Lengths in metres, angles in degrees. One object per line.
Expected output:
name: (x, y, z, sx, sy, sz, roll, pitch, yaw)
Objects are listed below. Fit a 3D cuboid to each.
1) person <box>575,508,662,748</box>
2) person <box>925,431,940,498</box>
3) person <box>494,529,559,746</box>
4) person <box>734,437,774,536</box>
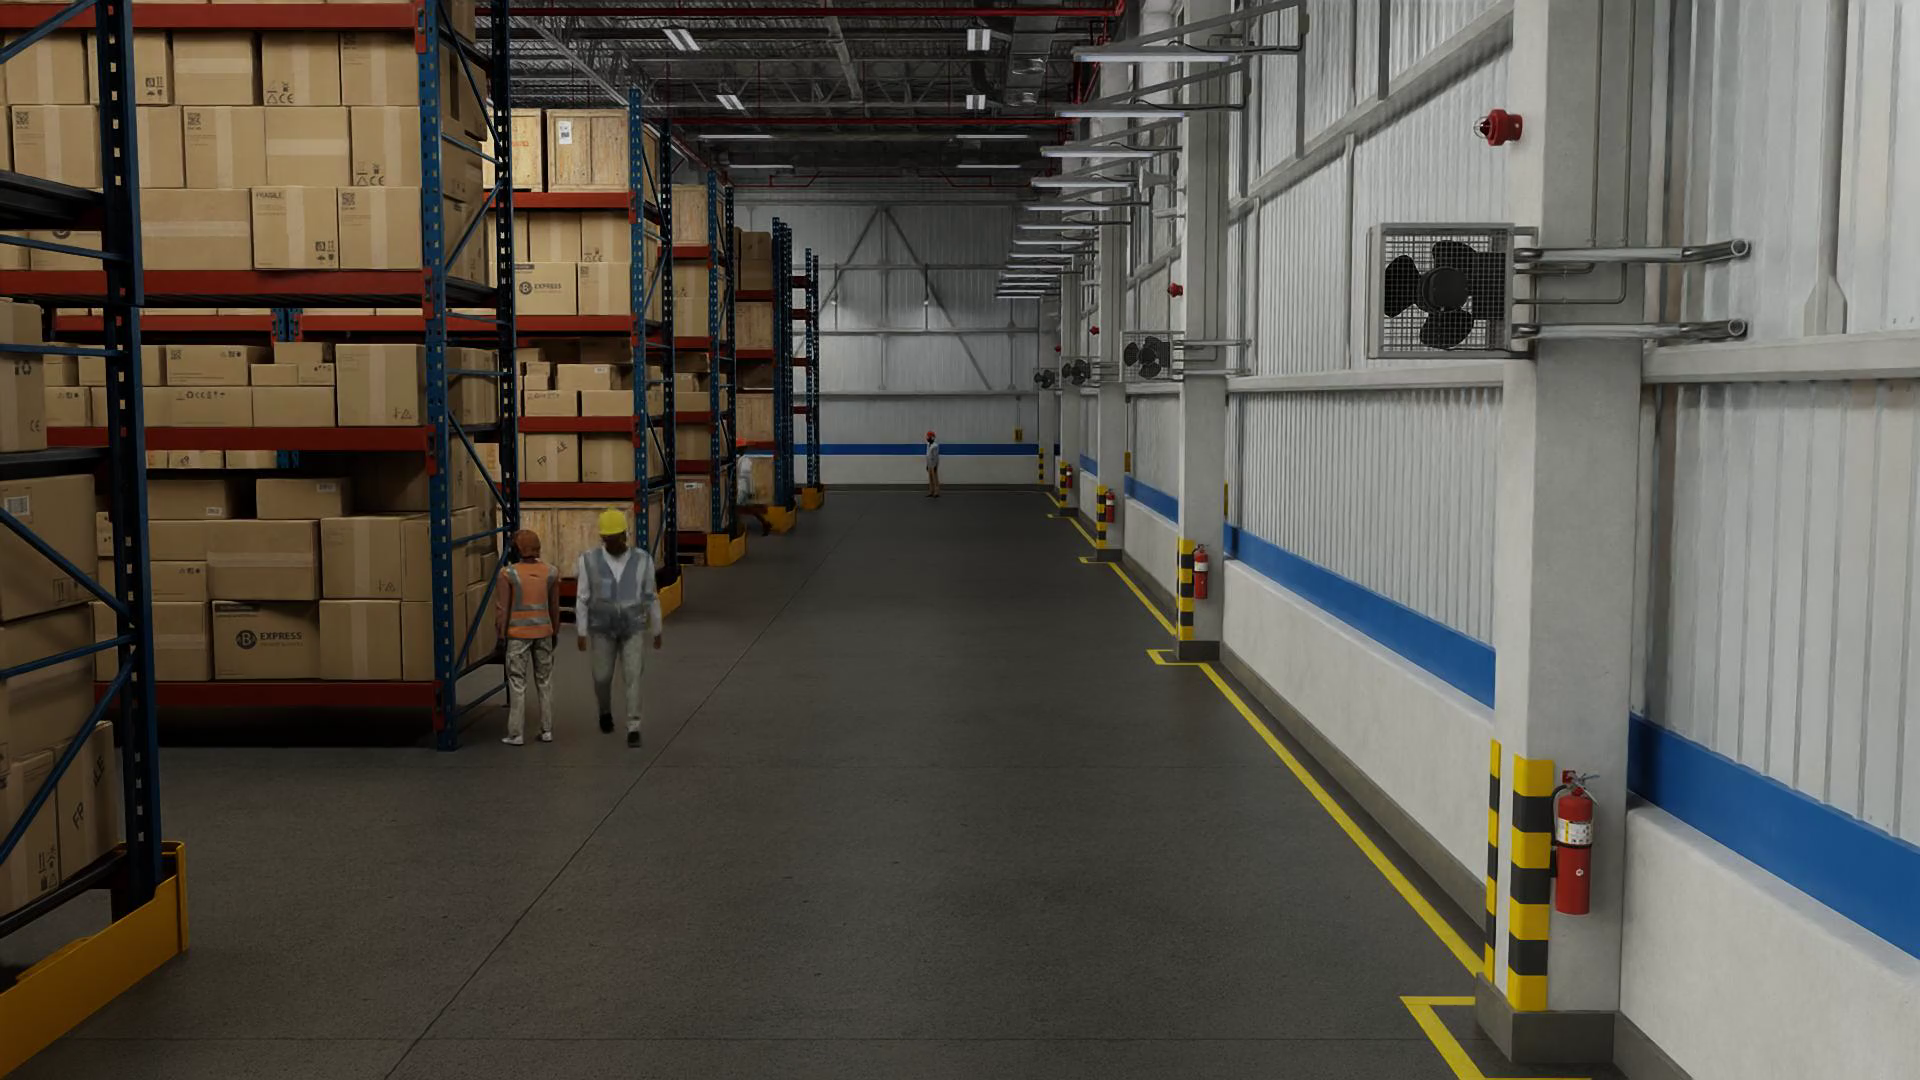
person: (-2.576, 0.648, 12.589, 0.660, 1.808, 0.559, -1, 5, -15)
person: (-0.748, -1.970, 43.432, 0.361, 1.742, 0.563, -2, 5, -27)
person: (-3.259, 0.736, 12.549, 0.518, 1.632, 0.314, -4, 7, -42)
person: (-3.961, -0.982, 31.034, 0.909, 1.902, 0.535, -1, 5, -9)
